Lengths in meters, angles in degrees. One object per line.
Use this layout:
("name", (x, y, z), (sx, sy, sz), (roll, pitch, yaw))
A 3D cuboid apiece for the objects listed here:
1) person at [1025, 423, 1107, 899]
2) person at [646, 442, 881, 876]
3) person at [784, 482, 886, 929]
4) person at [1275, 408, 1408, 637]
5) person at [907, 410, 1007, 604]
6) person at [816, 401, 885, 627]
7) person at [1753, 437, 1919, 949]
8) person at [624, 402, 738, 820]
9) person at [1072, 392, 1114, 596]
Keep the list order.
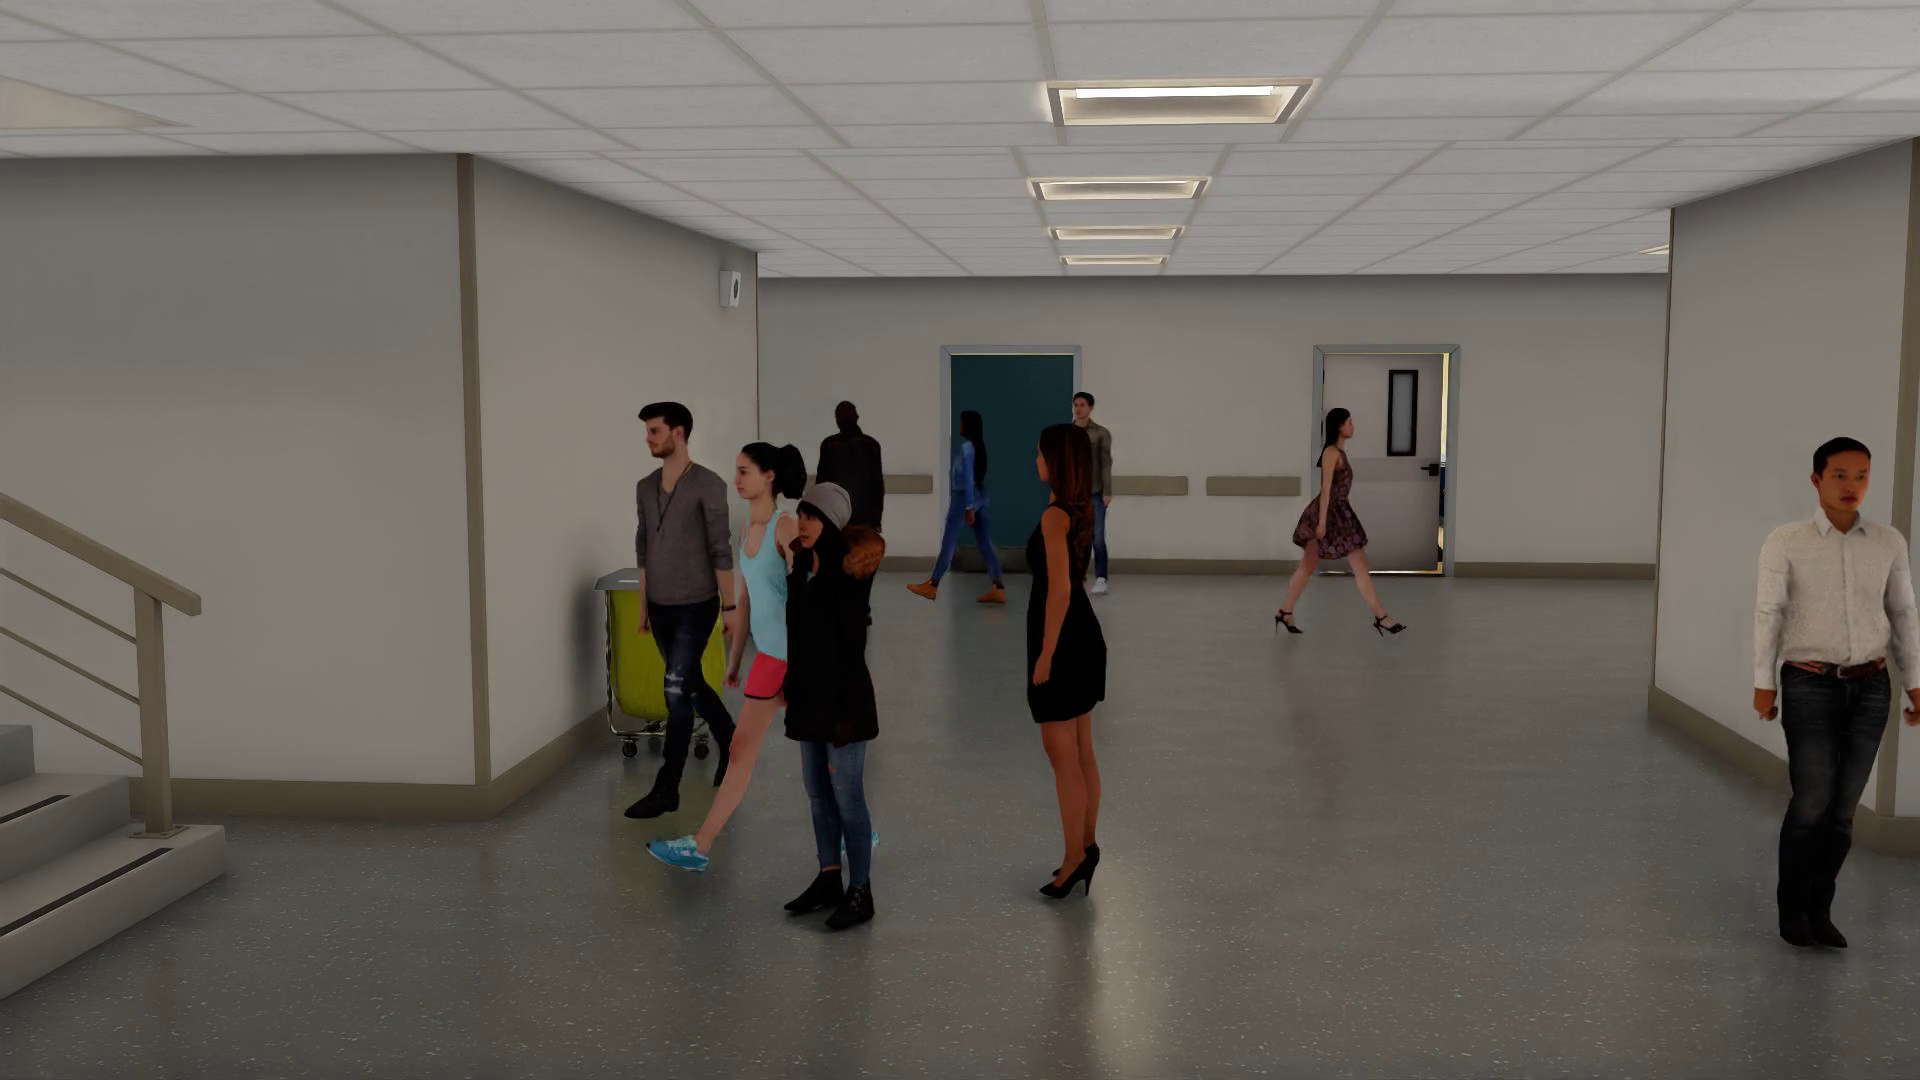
("person", (0.407, 0.466, 6.460), (0.606, 1.834, 0.631), (2, 6, 20))
("person", (-0.640, 0.509, 6.709), (1.273, 1.700, 1.047), (-3, 7, -28))
("person", (-0.476, 0.598, 6.167), (0.790, 1.631, 0.730), (-5, 7, -40))
("person", (2.708, -0.076, 12.497), (1.247, 1.705, 0.791), (2, 6, 18))
("person", (0.192, -0.256, 14.404), (1.149, 1.680, 0.796), (2, 6, 17))
("person", (-0.871, -0.174, 13.011), (0.888, 1.796, 0.781), (1, 6, 7))
("person", (3.089, 0.537, 5.938), (0.549, 1.798, 0.719), (1, 6, 5))
("person", (-1.242, 0.317, 7.819), (1.252, 1.859, 1.130), (3, 7, 30))
("person", (1.172, -0.422, 15.187), (0.647, 1.854, 0.821), (3, 6, 24))
